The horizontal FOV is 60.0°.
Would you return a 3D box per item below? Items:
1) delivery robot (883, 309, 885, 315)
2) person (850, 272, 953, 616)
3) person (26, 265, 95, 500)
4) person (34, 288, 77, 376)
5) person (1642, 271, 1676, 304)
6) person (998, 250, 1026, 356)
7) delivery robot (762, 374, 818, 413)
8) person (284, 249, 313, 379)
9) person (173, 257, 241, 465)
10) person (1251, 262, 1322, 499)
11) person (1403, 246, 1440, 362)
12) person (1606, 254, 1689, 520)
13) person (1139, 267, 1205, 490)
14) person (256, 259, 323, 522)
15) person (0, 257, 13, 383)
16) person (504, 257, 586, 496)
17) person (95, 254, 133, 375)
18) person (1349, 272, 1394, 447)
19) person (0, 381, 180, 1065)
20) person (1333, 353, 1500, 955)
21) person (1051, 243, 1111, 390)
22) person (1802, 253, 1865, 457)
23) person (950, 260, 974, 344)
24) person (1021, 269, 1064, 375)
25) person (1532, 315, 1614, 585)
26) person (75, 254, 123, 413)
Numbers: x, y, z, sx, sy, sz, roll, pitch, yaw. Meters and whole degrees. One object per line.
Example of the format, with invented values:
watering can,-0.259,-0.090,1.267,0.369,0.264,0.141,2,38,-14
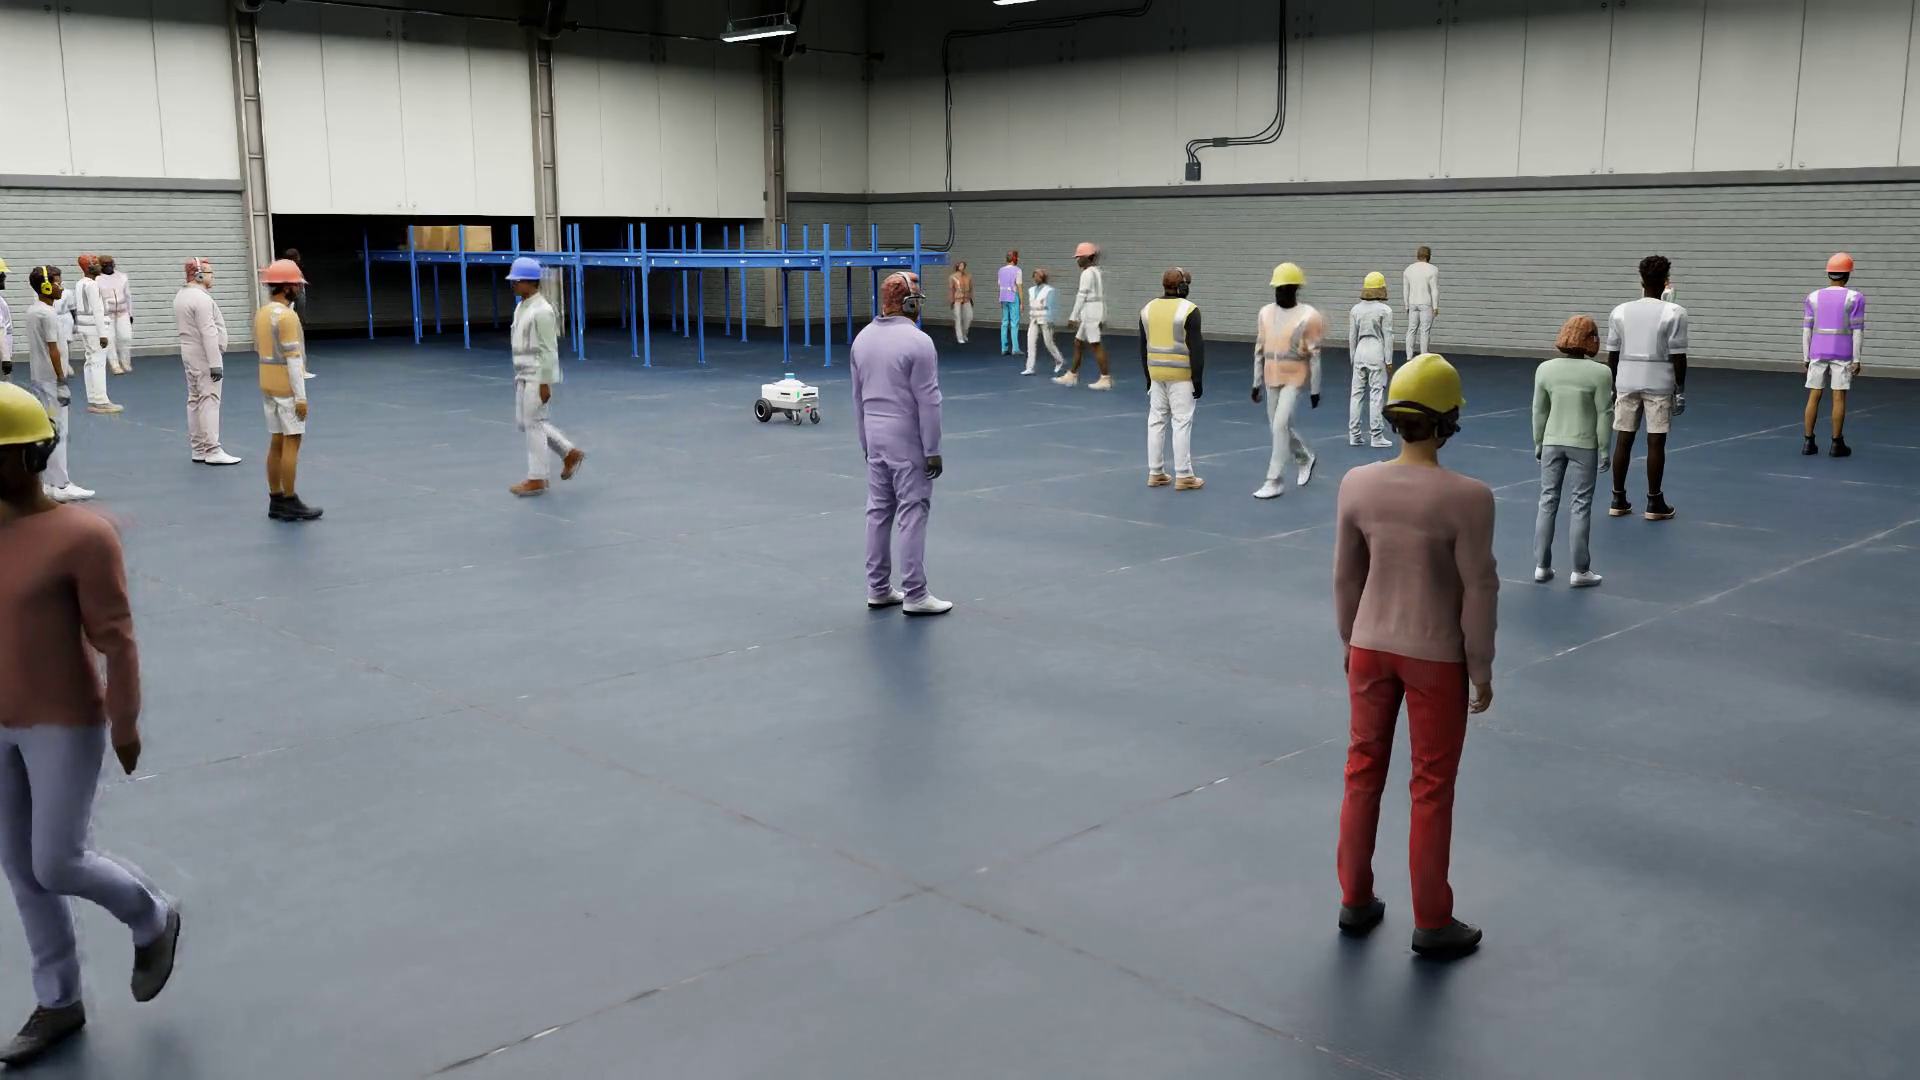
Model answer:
delivery robot,-1.472,-5.304,38.866,0.477,0.478,0.707,-10,14,-44
person,-0.317,-0.540,9.337,0.407,1.908,0.641,-10,14,-44
person,-7.309,-1.270,13.435,0.328,1.867,0.515,-10,14,-44
person,-13.296,-3.187,24.523,0.534,1.643,0.852,-2,11,-13
person,10.160,-3.137,24.235,0.309,1.638,0.515,-10,14,-44
person,0.902,-4.190,29.397,0.389,1.849,0.565,-10,14,-44
delivery robot,-1.938,-1.656,18.973,0.477,0.478,0.707,-10,14,-44
person,-9.948,-3.366,24.775,0.619,1.907,0.406,8,13,36
person,-7.000,-1.659,15.441,0.407,1.908,0.641,-10,14,-44
person,2.710,-1.322,13.638,0.865,1.901,0.591,-9,13,-39
person,7.480,-3.788,26.964,0.372,1.940,0.630,-10,14,-44
person,5.157,-1.148,12.500,0.367,1.964,0.623,-10,14,-44
person,1.805,-1.360,13.988,0.429,1.844,0.625,-10,14,-44
person,-5.027,-1.122,12.476,0.558,1.928,0.423,10,14,43
person,-9.449,-1.834,16.336,0.370,1.927,0.588,-10,14,-44
person,-3.436,-1.350,13.671,0.602,1.934,0.621,-6,12,-31
person,-12.916,-3.436,25.369,0.521,1.816,0.638,10,14,44
person,4.145,-1.816,16.737,0.289,1.746,0.487,-10,14,-44
person,-2.370,0.461,4.304,0.530,1.754,0.431,3,11,16
person,1.345,0.336,4.936,0.308,1.772,0.526,-10,14,-44
person,1.655,-3.063,22.861,0.973,1.997,0.612,2,11,12
person,8.426,-1.790,16.061,0.353,1.942,0.545,-10,14,-44
person,0.031,-4.661,32.556,0.548,1.625,0.371,-6,12,-29
person,1.280,-3.333,25.380,0.524,1.609,0.767,10,14,44
person,3.723,-0.548,10.125,0.279,1.633,0.500,-10,14,-44
person,-10.404,-2.487,20.017,0.355,1.884,0.575,-10,14,-44
